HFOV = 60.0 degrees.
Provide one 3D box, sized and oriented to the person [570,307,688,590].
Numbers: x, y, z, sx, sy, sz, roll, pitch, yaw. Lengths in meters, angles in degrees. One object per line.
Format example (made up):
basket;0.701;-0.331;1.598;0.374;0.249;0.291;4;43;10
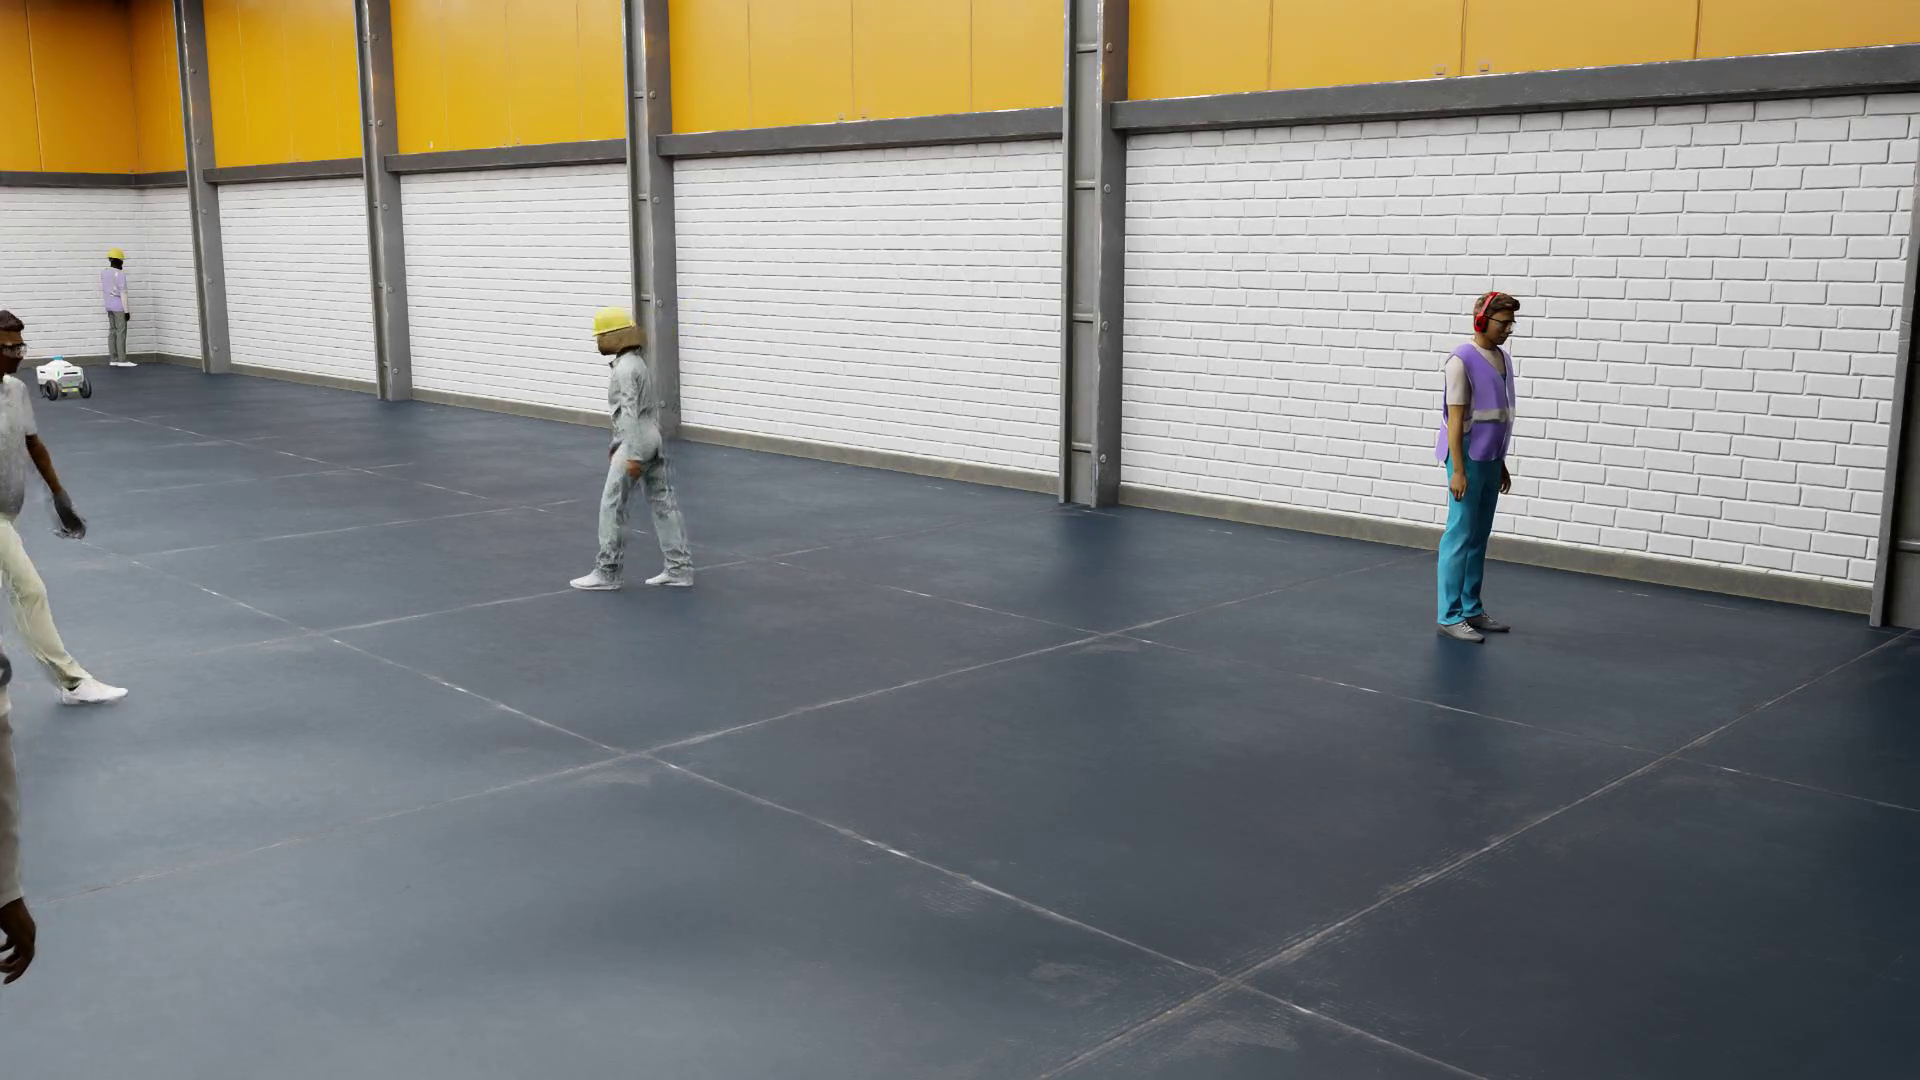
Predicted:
person;-2.019;-0.536;9.986;0.762;1.701;0.531;0;10;3

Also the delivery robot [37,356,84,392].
delivery robot;-11.796;-2.174;21.795;0.707;0.478;0.477;9;14;40

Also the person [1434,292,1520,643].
person;2.740;-0.394;8.844;0.390;1.838;0.563;9;14;41

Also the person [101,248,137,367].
person;-13.686;-3.772;27.049;0.586;1.922;0.391;7;12;33

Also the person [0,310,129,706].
person;-4.350;-0.132;7.508;0.997;1.814;0.546;0;10;-1
